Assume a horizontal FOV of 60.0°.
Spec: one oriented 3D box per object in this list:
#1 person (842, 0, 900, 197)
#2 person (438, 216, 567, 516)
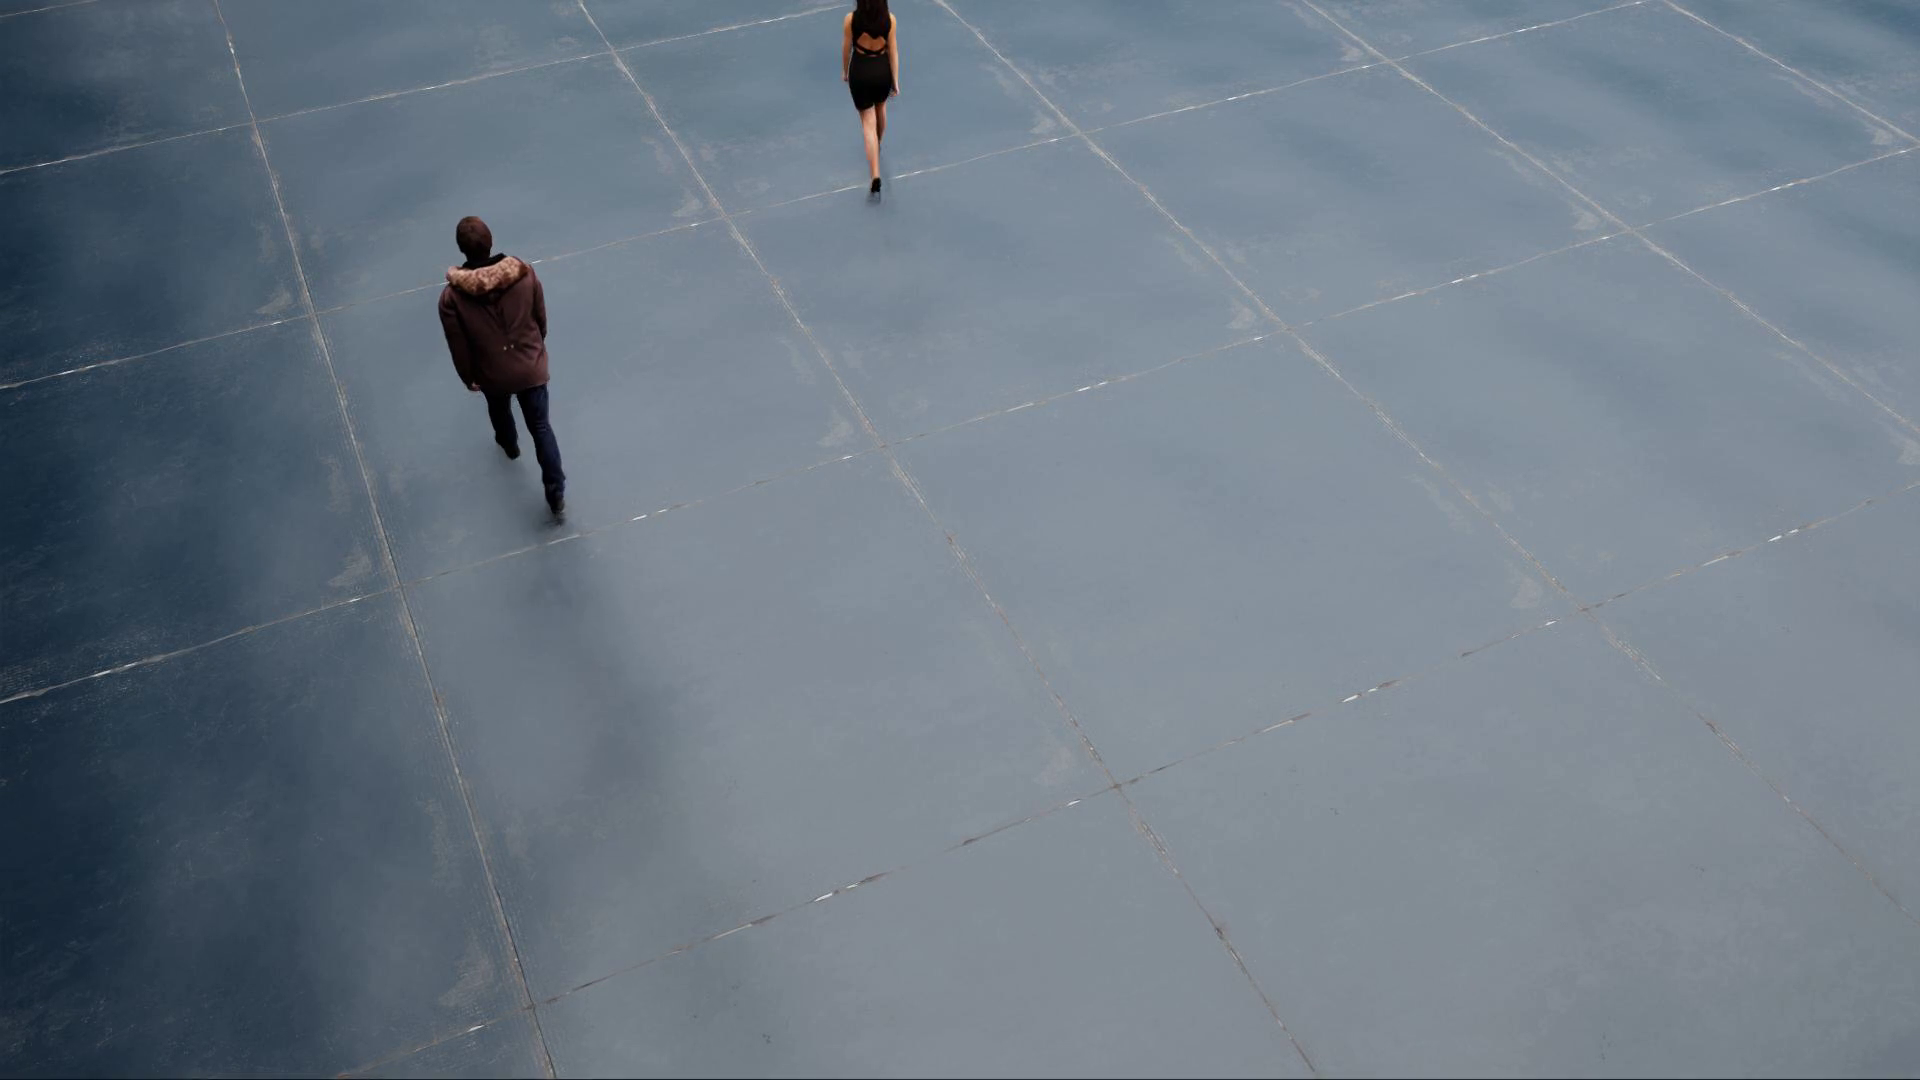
[{"bbox_3d":[-0.652,-3.306,12.203,0.725,1.605,1.083,-7,43,-8],"label":"person"},{"bbox_3d":[-2.532,-0.948,9.462,0.754,1.799,1.198,-17,45,-18],"label":"person"}]
